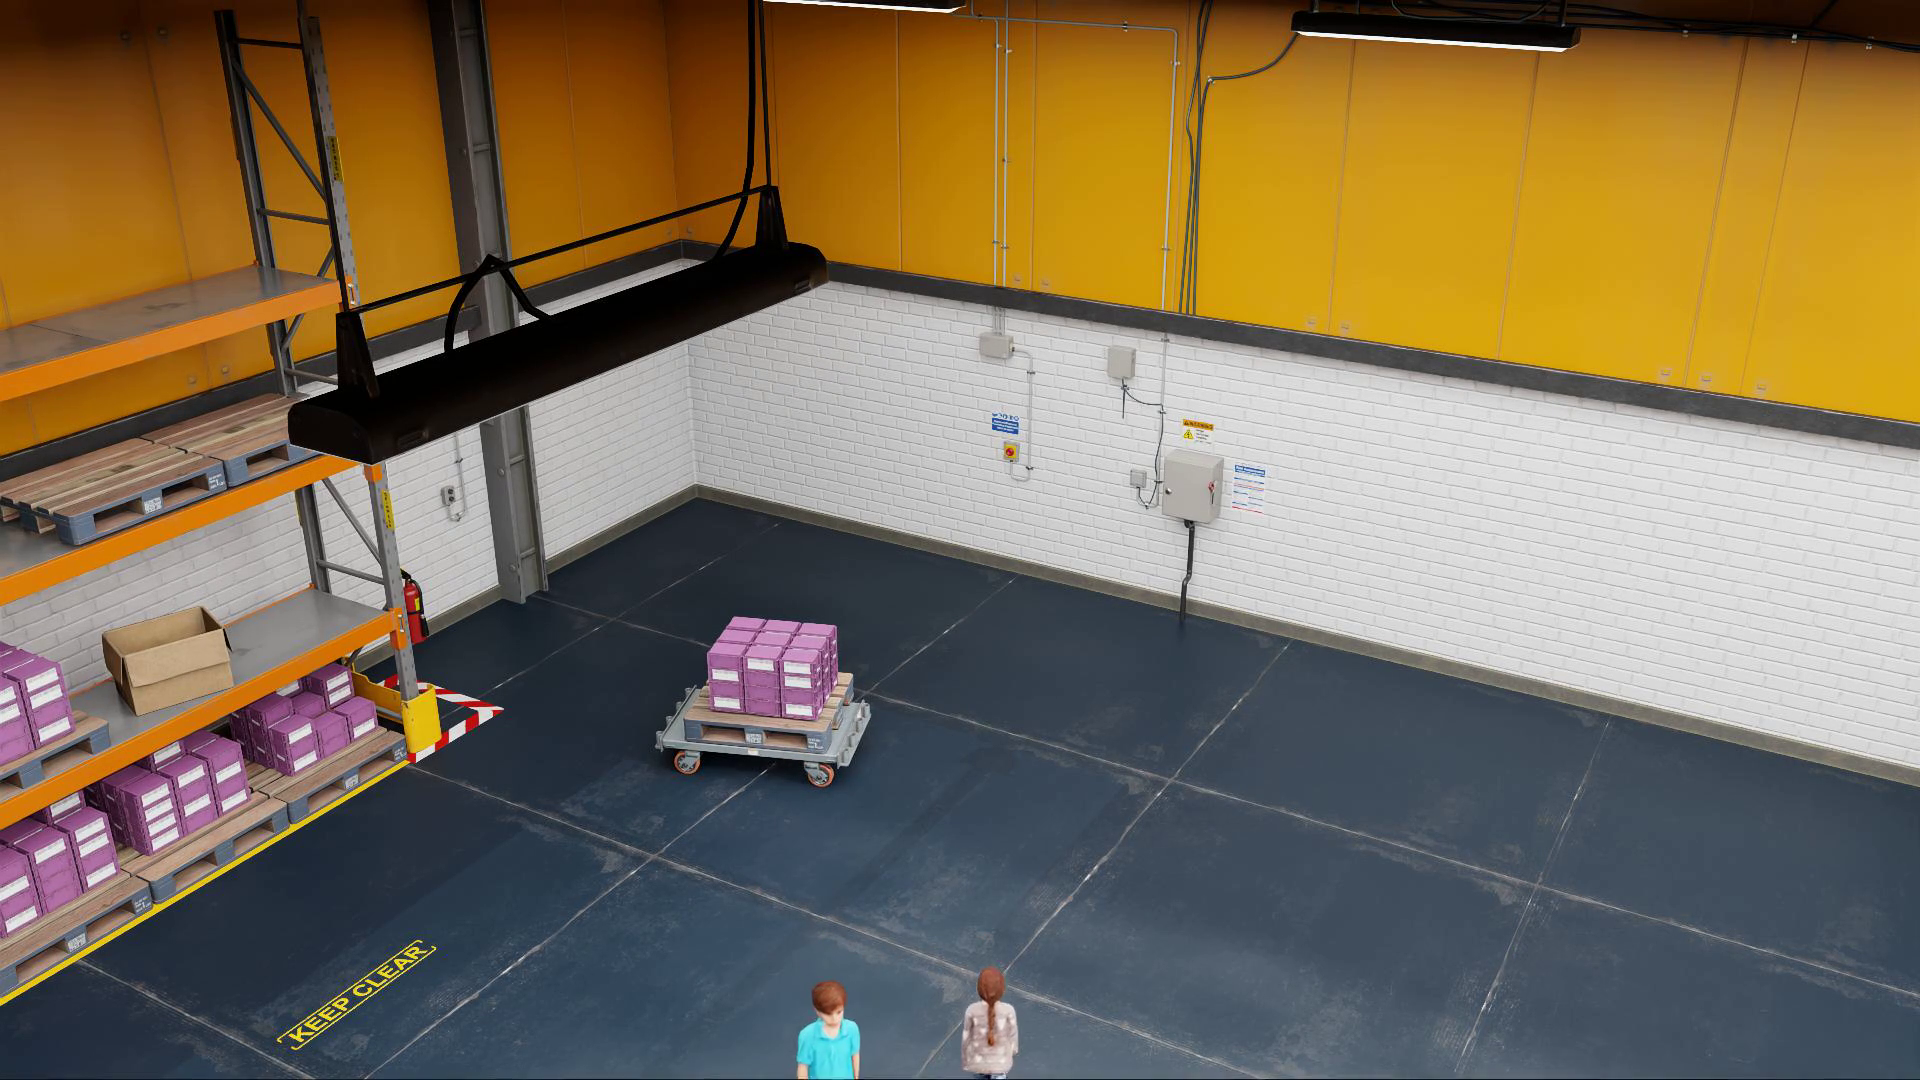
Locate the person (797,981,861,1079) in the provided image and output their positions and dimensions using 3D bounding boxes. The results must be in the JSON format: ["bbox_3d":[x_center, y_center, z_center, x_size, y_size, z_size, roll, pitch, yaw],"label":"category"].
[{"bbox_3d":[-0.773,3.091,9.471,0.922,1.420,0.996,-6,24,-13],"label":"person"}]

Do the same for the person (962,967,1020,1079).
[{"bbox_3d":[0.171,3.079,9.799,0.627,1.179,0.740,2,24,6],"label":"person"}]
